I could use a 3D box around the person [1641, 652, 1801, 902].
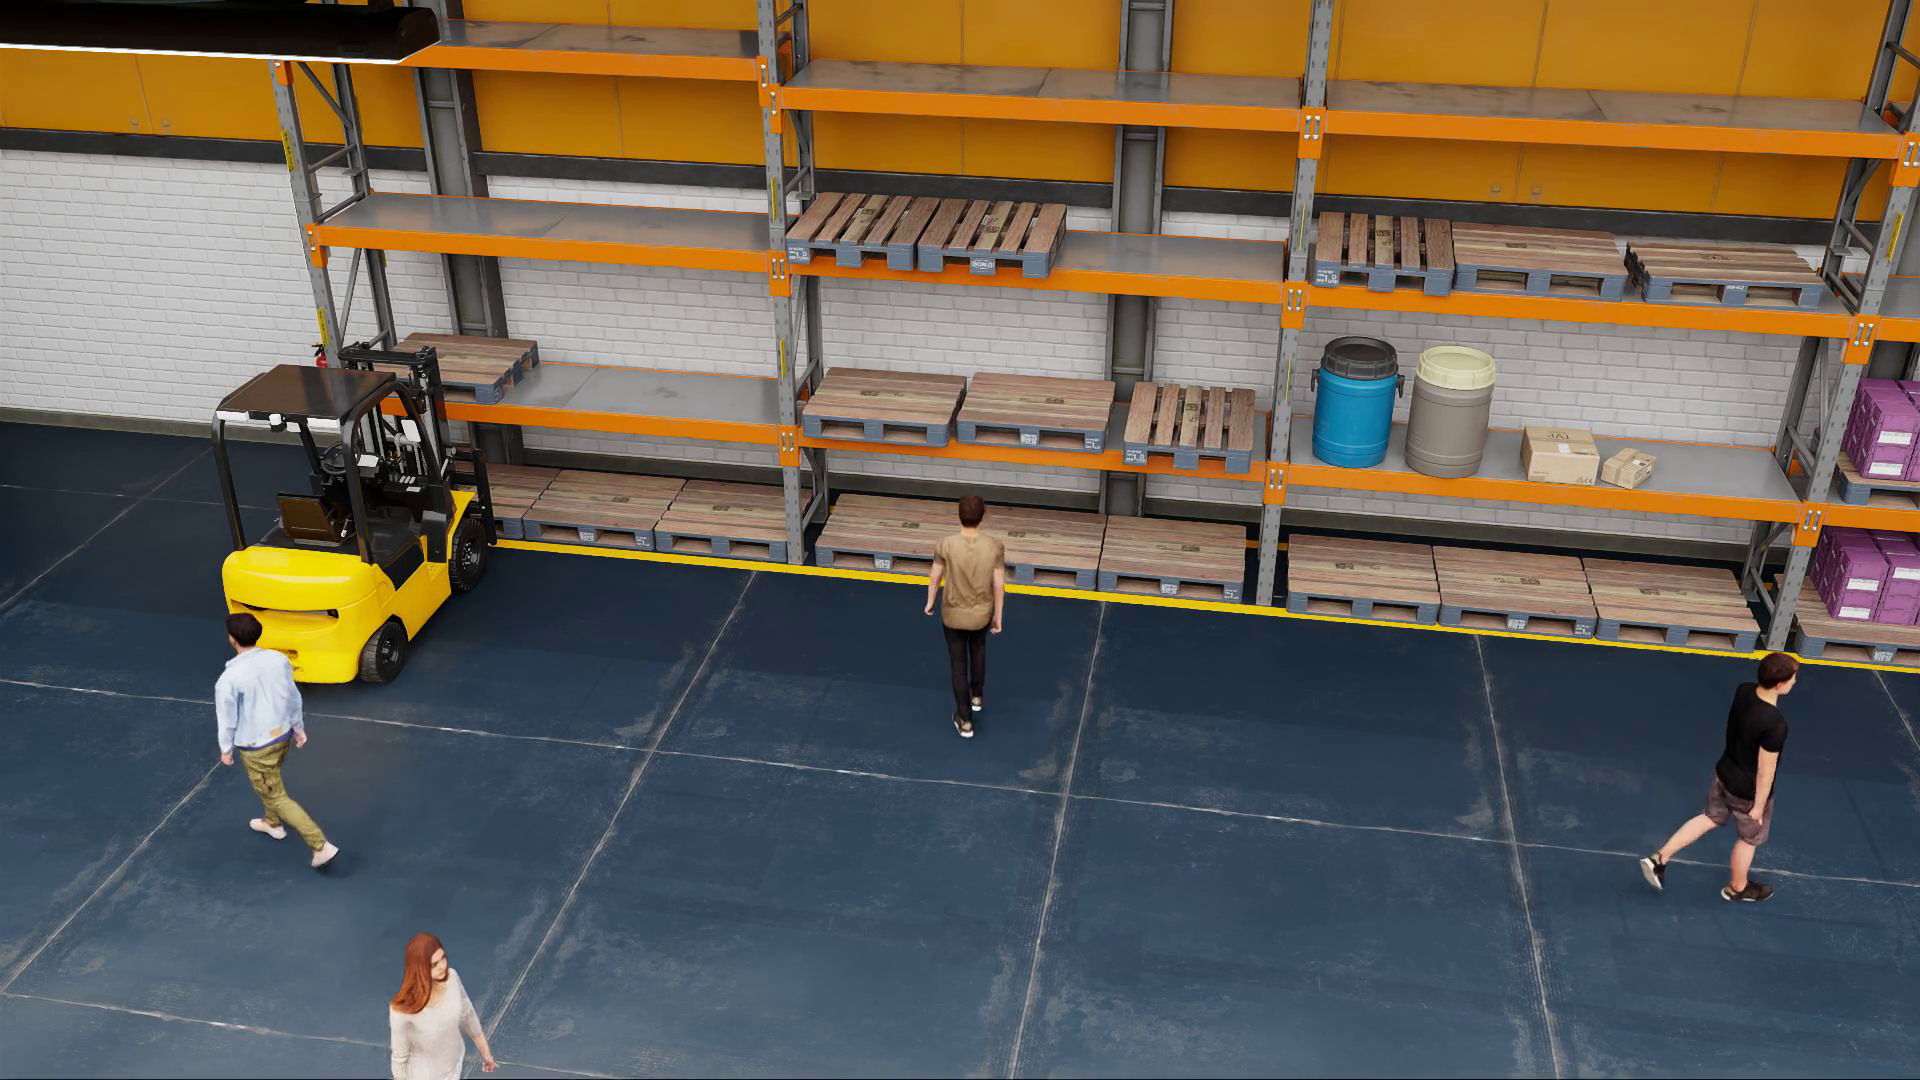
[{"bbox_3d":[4.703,1.461,10.161,1.180,1.844,0.890,-3,29,-6],"label":"person"}]

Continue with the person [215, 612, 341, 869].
[{"bbox_3d":[-4.342,1.305,10.514,1.204,1.779,0.870,12,31,21],"label":"person"}]

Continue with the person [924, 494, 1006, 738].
[{"bbox_3d":[0.066,0.578,11.792,0.867,1.832,0.905,-6,29,-10],"label":"person"}]

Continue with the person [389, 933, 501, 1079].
[{"bbox_3d":[-2.673,2.600,8.256,1.162,1.668,0.802,14,31,23],"label":"person"}]
